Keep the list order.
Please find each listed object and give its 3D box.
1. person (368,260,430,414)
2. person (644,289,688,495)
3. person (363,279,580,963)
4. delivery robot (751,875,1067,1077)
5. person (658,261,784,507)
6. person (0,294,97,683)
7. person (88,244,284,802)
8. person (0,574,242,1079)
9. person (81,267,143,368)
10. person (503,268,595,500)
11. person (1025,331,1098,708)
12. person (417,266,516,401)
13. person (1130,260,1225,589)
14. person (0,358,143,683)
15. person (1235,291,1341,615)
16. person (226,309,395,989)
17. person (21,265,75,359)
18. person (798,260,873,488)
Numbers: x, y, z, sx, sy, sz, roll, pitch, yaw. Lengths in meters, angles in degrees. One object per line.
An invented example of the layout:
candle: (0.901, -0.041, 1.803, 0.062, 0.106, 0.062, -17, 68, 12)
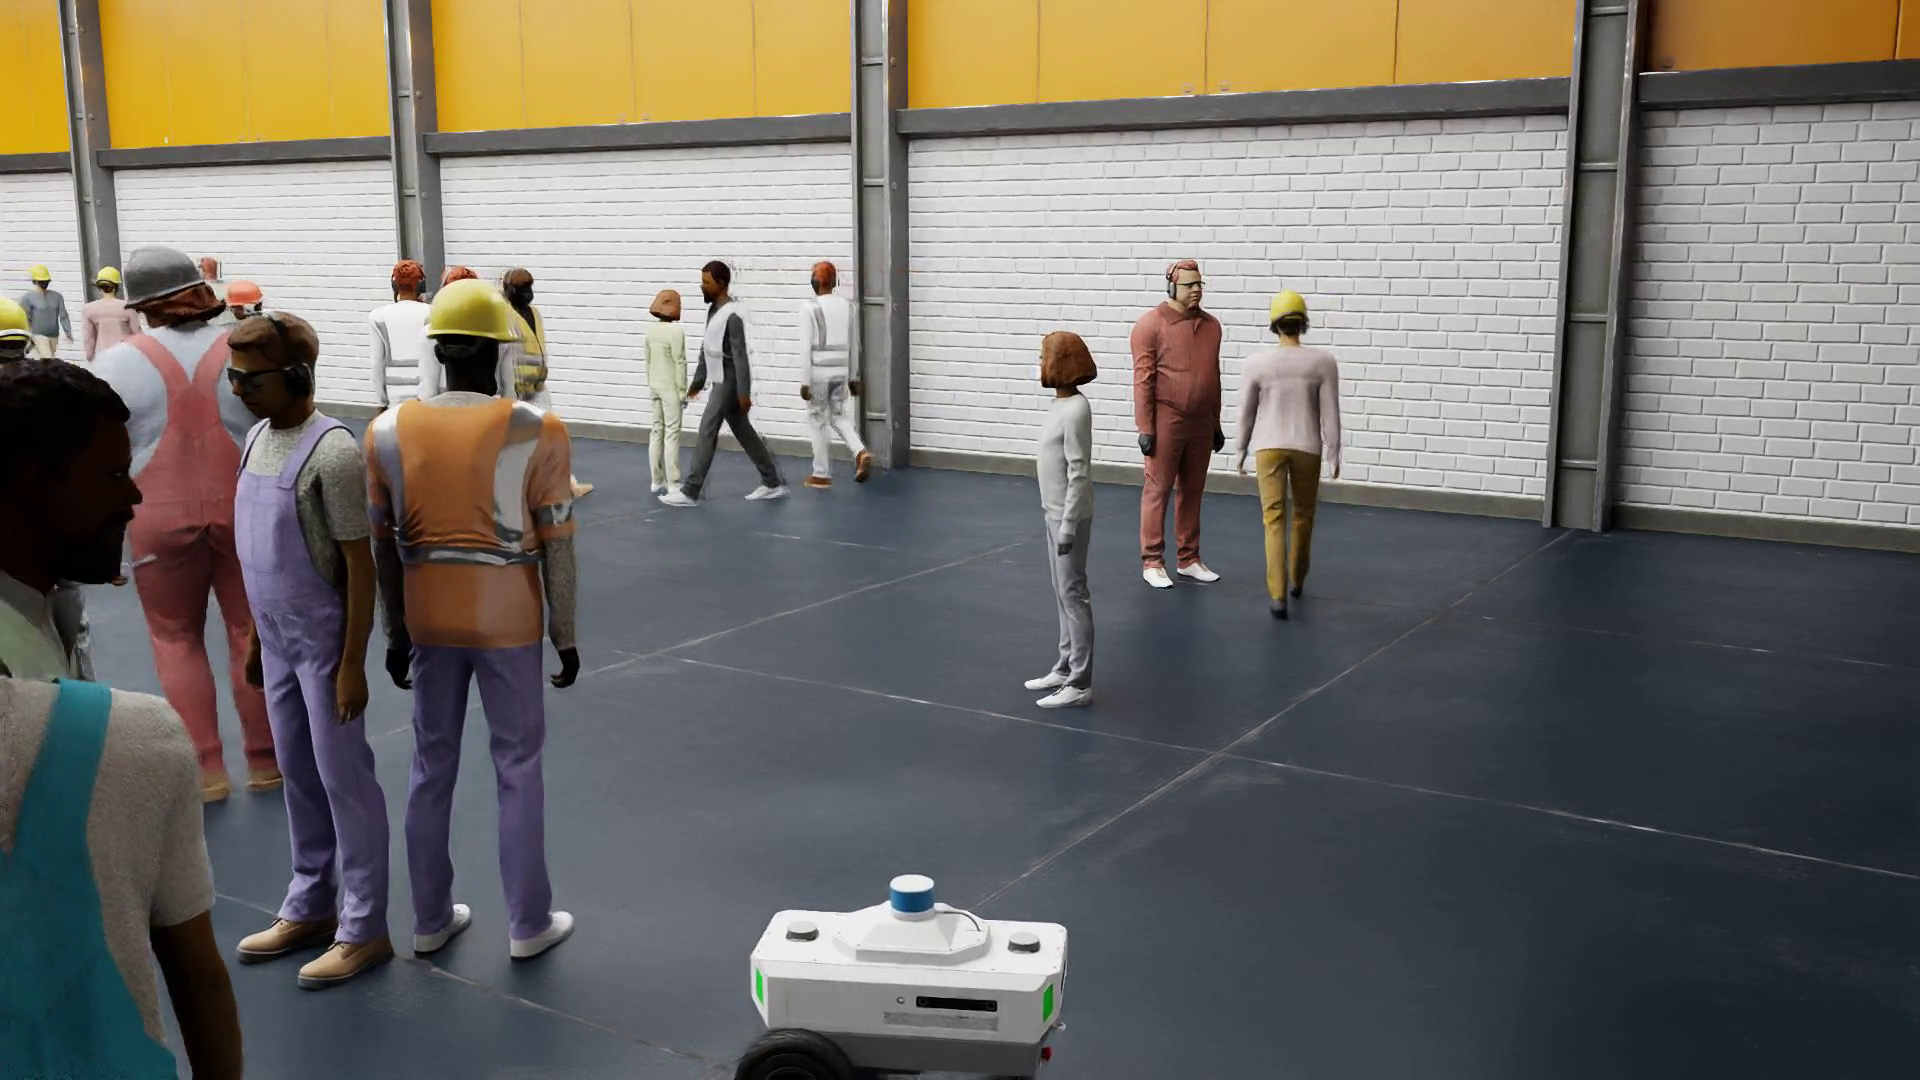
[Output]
person: (-3.764, -0.983, 11.516, 0.574, 1.882, 0.356, -1, 10, -3)
person: (-2.330, -1.179, 13.294, 0.287, 1.631, 0.501, -9, 14, -41)
person: (-1.364, 0.229, 4.719, 0.588, 1.916, 0.414, 1, 10, 7)
delivery robot: (-0.108, 1.019, 3.843, 0.707, 0.478, 0.477, 1, 10, 7)
person: (-1.815, -1.196, 12.762, 1.020, 1.868, 0.594, -4, 11, -19)
person: (-3.505, 0.004, 6.182, 0.403, 1.835, 0.587, 5, 11, 24)
person: (-2.716, -0.081, 6.081, 0.796, 2.000, 0.534, -5, 11, -24)
person: (-1.034, 0.793, 1.827, 0.370, 1.833, 0.598, 8, 13, 37)
person: (-8.098, -1.726, 15.953, 0.524, 1.769, 0.326, -2, 10, -12)
person: (-3.251, -1.163, 12.731, 0.893, 1.801, 0.643, 4, 11, 21)
person: (0.448, -0.089, 7.248, 0.279, 1.634, 0.499, -1, 10, -5)
person: (-2.781, -0.601, 9.425, 0.347, 1.877, 0.578, 10, 14, 44)
person: (1.305, -0.679, 9.767, 0.641, 1.908, 0.407, -7, 12, -33)
person: (-1.539, 0.680, 2.370, 0.951, 1.870, 0.627, -4, 11, -20)
person: (1.794, -0.487, 9.148, 0.553, 1.727, 0.855, 1, 10, 7)
person: (-1.782, 0.298, 4.536, 0.507, 1.842, 0.351, 8, 13, 39)
person: (-11.061, -2.469, 20.205, 0.911, 1.706, 0.516, 5, 11, 24)
person: (-1.028, -1.319, 13.449, 0.579, 1.865, 0.621, -10, 14, -44)
